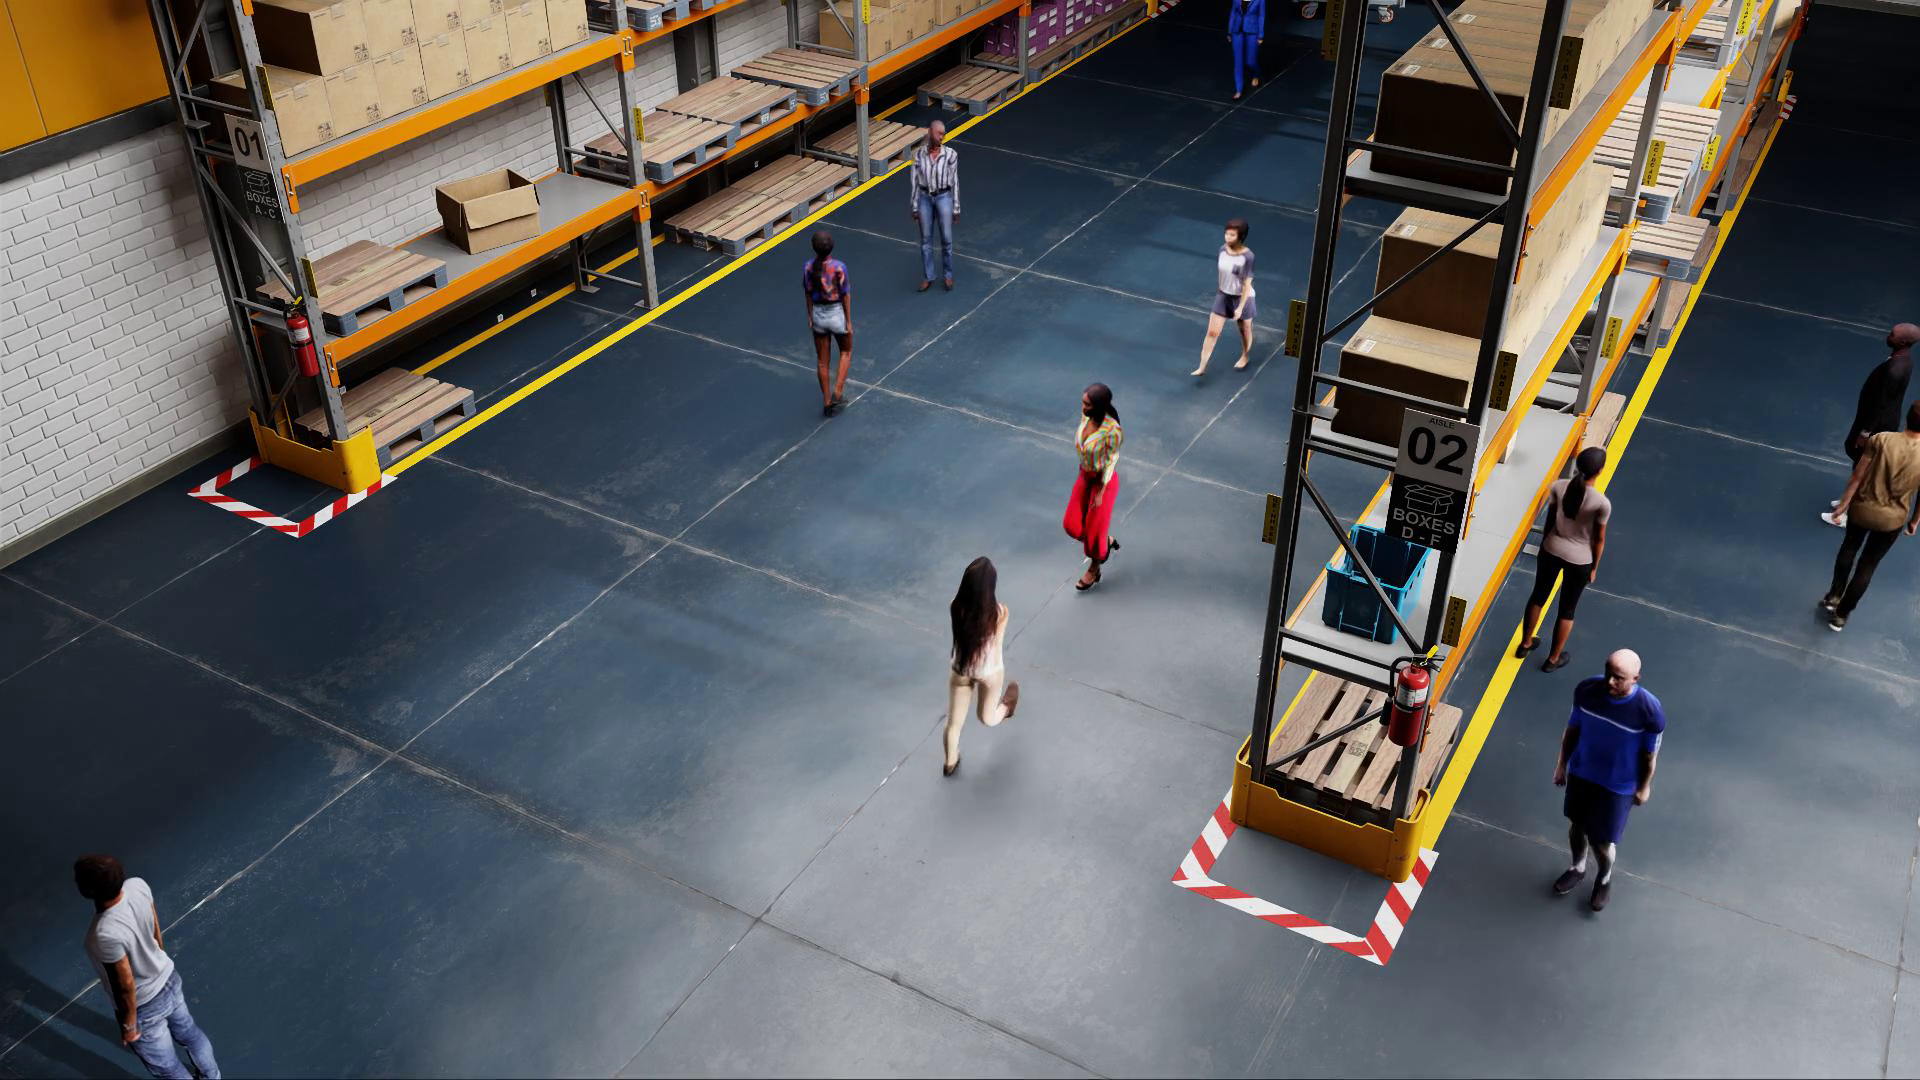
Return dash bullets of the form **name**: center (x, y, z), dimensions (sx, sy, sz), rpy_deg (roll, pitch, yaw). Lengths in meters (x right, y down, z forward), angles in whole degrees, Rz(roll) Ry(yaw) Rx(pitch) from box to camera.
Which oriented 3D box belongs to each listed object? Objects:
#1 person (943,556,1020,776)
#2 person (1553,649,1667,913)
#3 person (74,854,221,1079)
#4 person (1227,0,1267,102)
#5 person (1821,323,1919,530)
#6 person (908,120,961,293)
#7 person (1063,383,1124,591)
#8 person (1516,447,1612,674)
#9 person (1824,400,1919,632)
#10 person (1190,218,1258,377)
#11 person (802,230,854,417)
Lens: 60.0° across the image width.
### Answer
- **person**: center (0.114, 0.758, 10.735), dimensions (0.682, 1.646, 0.863), rpy_deg (11, 35, 16)
- **person**: center (3.793, 1.337, 9.701), dimensions (0.767, 1.826, 0.737), rpy_deg (27, 42, 34)
- **person**: center (-4.039, 2.253, 8.287), dimensions (0.776, 1.865, 0.654), rpy_deg (1, 34, 1)
- **person**: center (3.783, -6.661, 21.857), dimensions (0.617, 1.690, 0.749), rpy_deg (18, 38, 25)
- **person**: center (7.255, -0.898, 13.123), dimensions (0.709, 1.761, 0.524), rpy_deg (22, 39, 29)
- **person**: center (-0.268, -3.372, 16.822), dimensions (0.753, 1.786, 0.726), rpy_deg (7, 34, 11)
- **person**: center (1.090, -0.398, 12.356), dimensions (0.864, 1.777, 0.736), rpy_deg (-22, 40, -30)
- **person**: center (4.216, 0.128, 11.594), dimensions (0.638, 1.744, 0.603), rpy_deg (27, 42, 35)
- **person**: center (6.545, -0.138, 11.914), dimensions (0.741, 1.833, 0.730), rpy_deg (20, 38, 27)
- **person**: center (2.588, -2.253, 15.376), dimensions (0.680, 1.523, 1.035), rpy_deg (25, 41, 33)
- **person**: center (-1.174, -1.867, 14.613), dimensions (0.672, 1.726, 0.680), rpy_deg (8, 34, 12)
